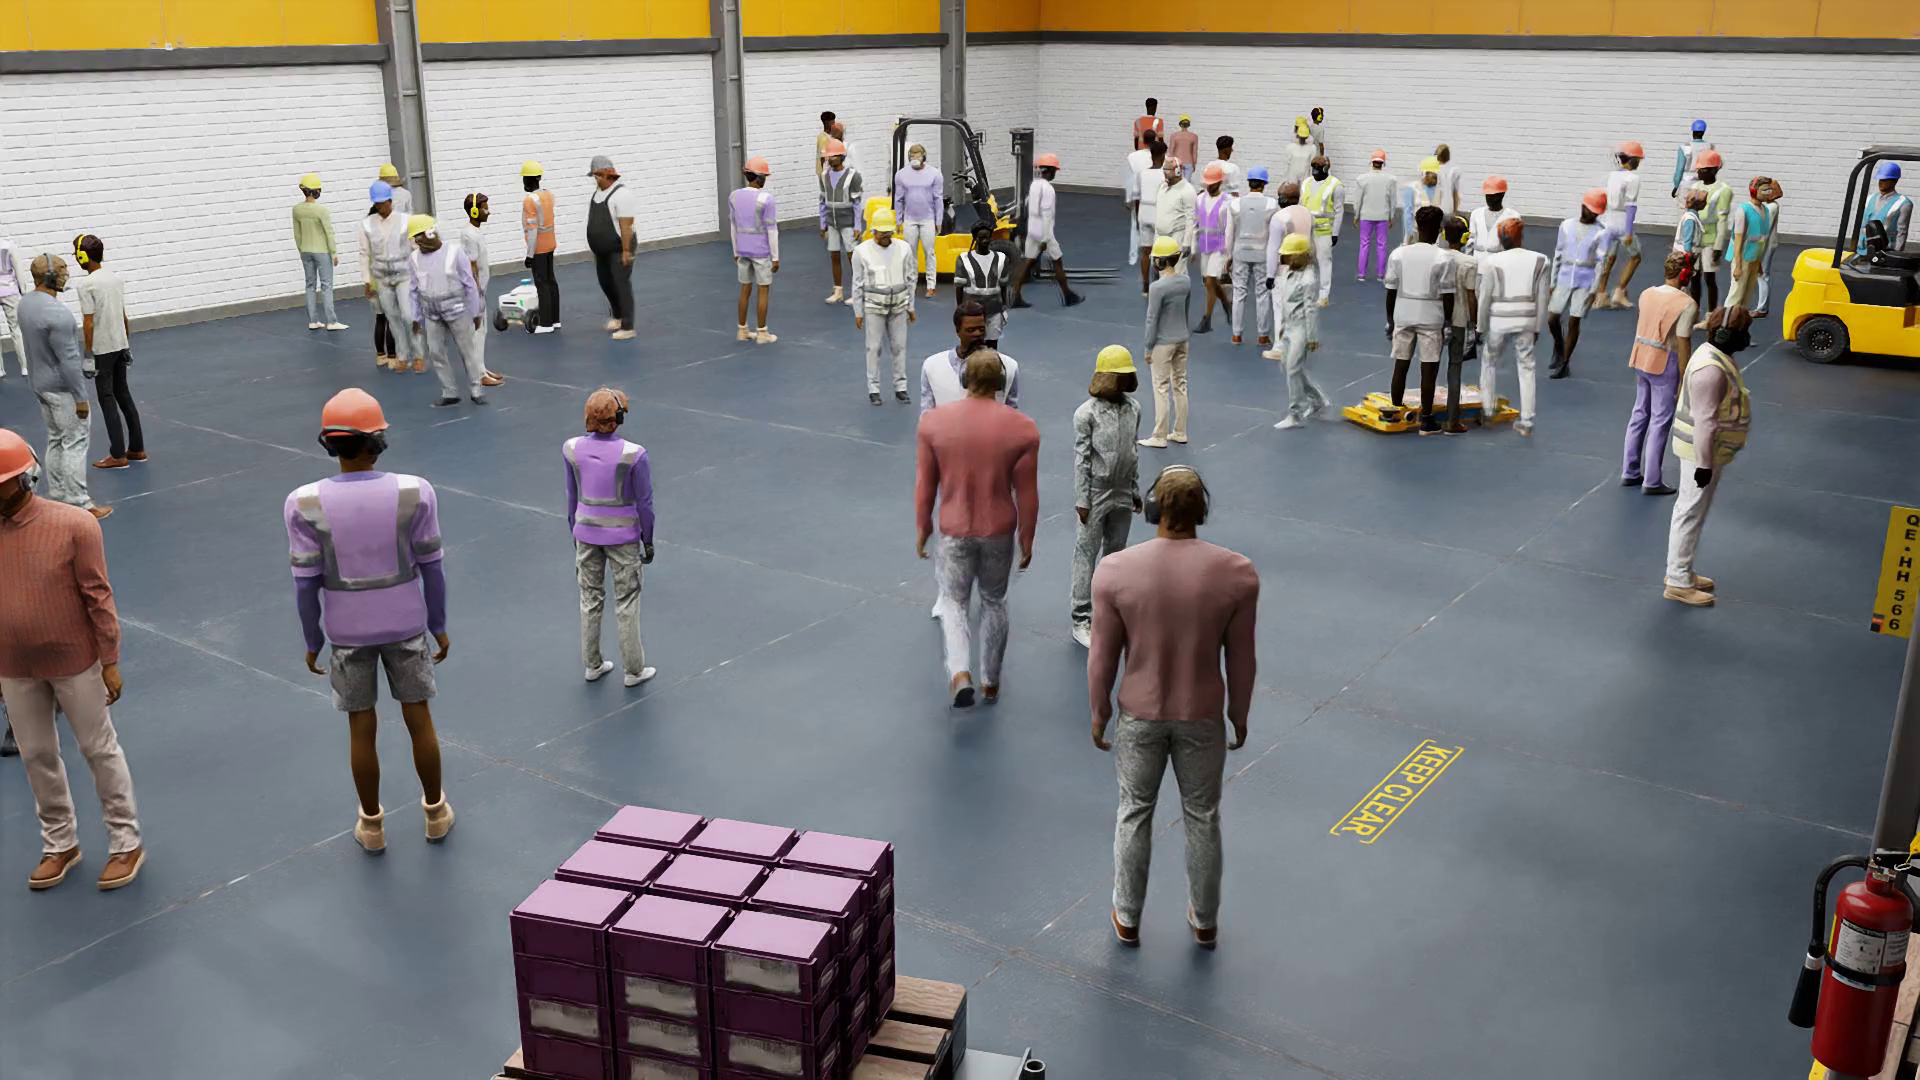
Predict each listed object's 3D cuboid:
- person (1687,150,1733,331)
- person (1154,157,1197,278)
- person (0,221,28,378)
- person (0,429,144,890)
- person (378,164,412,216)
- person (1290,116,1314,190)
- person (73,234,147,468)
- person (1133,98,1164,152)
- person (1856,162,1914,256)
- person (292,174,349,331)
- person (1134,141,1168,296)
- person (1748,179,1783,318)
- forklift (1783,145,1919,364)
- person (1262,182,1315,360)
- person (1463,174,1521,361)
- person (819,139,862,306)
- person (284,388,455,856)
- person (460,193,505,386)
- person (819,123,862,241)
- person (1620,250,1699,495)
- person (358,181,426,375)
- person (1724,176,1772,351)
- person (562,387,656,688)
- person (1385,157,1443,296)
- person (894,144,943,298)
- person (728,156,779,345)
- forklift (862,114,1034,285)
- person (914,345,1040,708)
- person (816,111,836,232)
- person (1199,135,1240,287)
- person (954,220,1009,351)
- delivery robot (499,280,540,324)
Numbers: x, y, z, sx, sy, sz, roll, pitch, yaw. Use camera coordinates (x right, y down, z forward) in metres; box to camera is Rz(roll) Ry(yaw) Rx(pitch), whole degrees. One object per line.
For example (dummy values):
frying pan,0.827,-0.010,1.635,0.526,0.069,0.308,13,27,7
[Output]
person,8.442,-3.401,18.937,0.452,2.028,0.606,-7,19,-20
person,2.464,-3.501,19.424,0.402,1.906,0.651,-10,20,-29
person,-9.517,-2.421,16.478,0.522,1.638,0.311,-5,18,-14
person,-3.756,0.497,6.808,0.625,1.980,0.411,-1,18,-4
person,-6.938,-3.741,20.458,0.321,1.737,0.487,12,21,33
person,6.008,-6.604,29.412,0.340,1.733,0.479,-17,24,-42
person,-6.800,-1.495,13.240,0.333,1.857,0.528,2,18,8
person,3.538,-7.257,31.085,0.600,1.959,0.375,10,20,28
person,10.100,-3.170,18.320,0.384,1.949,0.604,-8,19,-24
person,-7.295,-3.261,18.902,0.533,1.768,0.310,7,19,20
person,2.496,-4.079,21.151,0.624,1.948,0.489,13,22,35
person,9.528,-3.444,19.703,0.288,1.629,0.501,9,20,27
forklift,9.803,-2.879,17.013,2.313,2.155,1.214,12,21,33
person,3.425,-2.809,17.399,0.627,1.831,0.436,-15,23,-39
person,5.441,-2.779,17.116,0.551,1.934,0.373,15,23,39
person,-1.482,-3.898,20.473,0.609,2.034,0.423,11,21,30
person,-2.508,0.362,7.125,0.609,2.040,0.395,-7,19,-20
person,-4.658,-2.422,16.132,0.325,1.861,0.512,-6,19,-17
person,-1.897,-5.619,26.169,0.564,1.823,1.026,16,24,41
person,5.249,-1.248,12.494,0.387,1.838,0.562,-5,18,-15
person,-5.633,-2.587,16.539,0.613,1.922,0.604,0,18,-1
person,8.452,-2.977,17.882,0.567,1.846,0.389,-15,23,-39
person,-1.876,-0.005,8.939,0.509,1.629,0.316,4,18,14
person,5.759,-3.921,20.923,0.574,1.793,0.898,-6,19,-19
person,-0.524,-4.040,21.085,0.634,1.929,0.385,4,18,11
person,-2.210,-3.140,18.110,0.613,2.028,0.409,10,20,30
forklift,-0.171,-4.594,22.377,2.313,2.155,1.214,1,18,3
person,0.084,-0.020,8.529,0.655,1.916,0.621,0,18,1
person,-2.154,-5.973,27.059,0.373,1.966,0.607,2,18,5
person,3.434,-4.343,21.960,0.373,1.966,0.607,-16,24,-41
person,0.203,-2.119,15.440,0.535,1.697,0.318,-5,18,-16
delivery robot,-4.973,-2.744,19.090,0.477,0.478,0.707,6,19,18
